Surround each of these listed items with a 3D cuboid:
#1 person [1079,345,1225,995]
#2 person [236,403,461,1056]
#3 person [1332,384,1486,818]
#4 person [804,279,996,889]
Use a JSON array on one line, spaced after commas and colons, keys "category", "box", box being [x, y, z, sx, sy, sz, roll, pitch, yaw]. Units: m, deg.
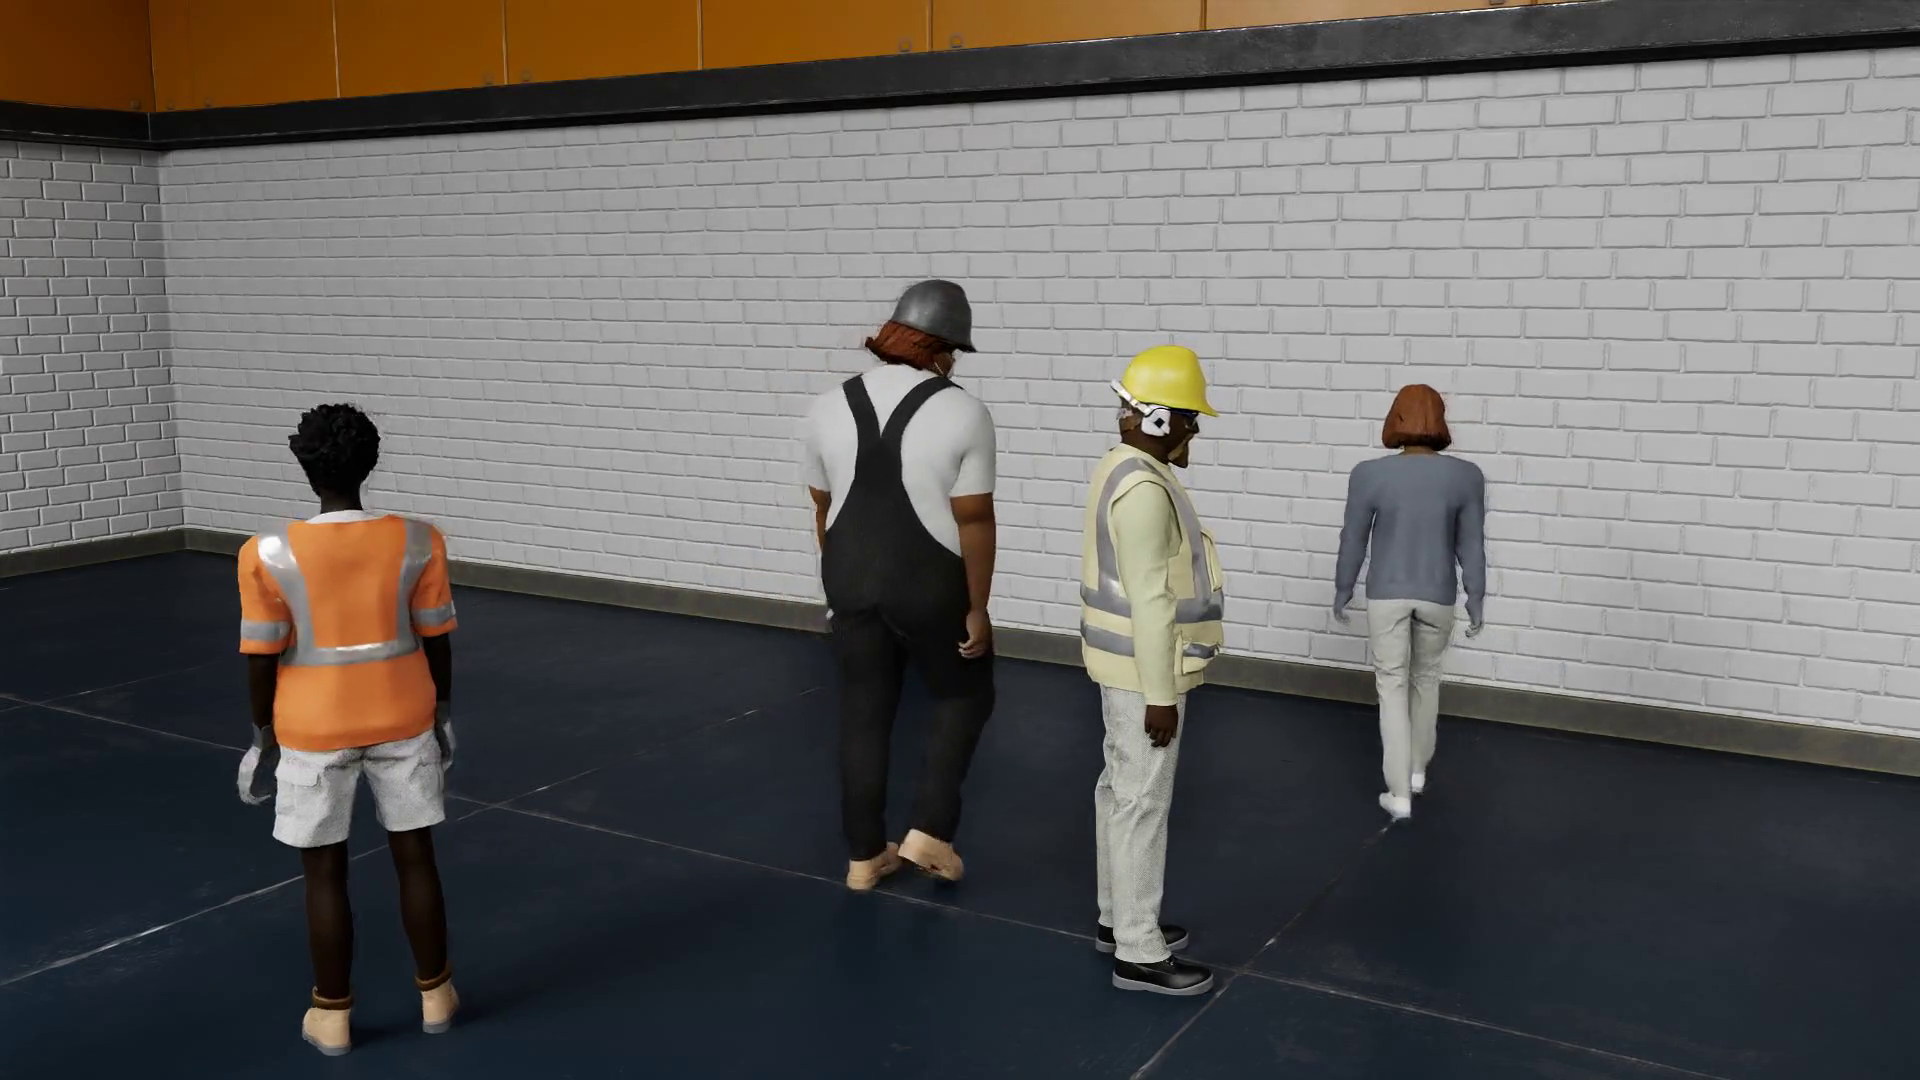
[{"category": "person", "box": [0.546, 0.361, 4.746, 0.403, 1.825, 0.586, 0, 9, -3]}, {"category": "person", "box": [-1.574, 0.493, 4.336, 0.574, 1.693, 0.317, -6, 11, -31]}, {"category": "person", "box": [1.679, 0.211, 6.331, 0.526, 1.607, 0.622, 0, 9, 0]}, {"category": "person", "box": [-0.163, 0.142, 5.436, 0.710, 2.000, 0.538, 5, 10, 28]}]
